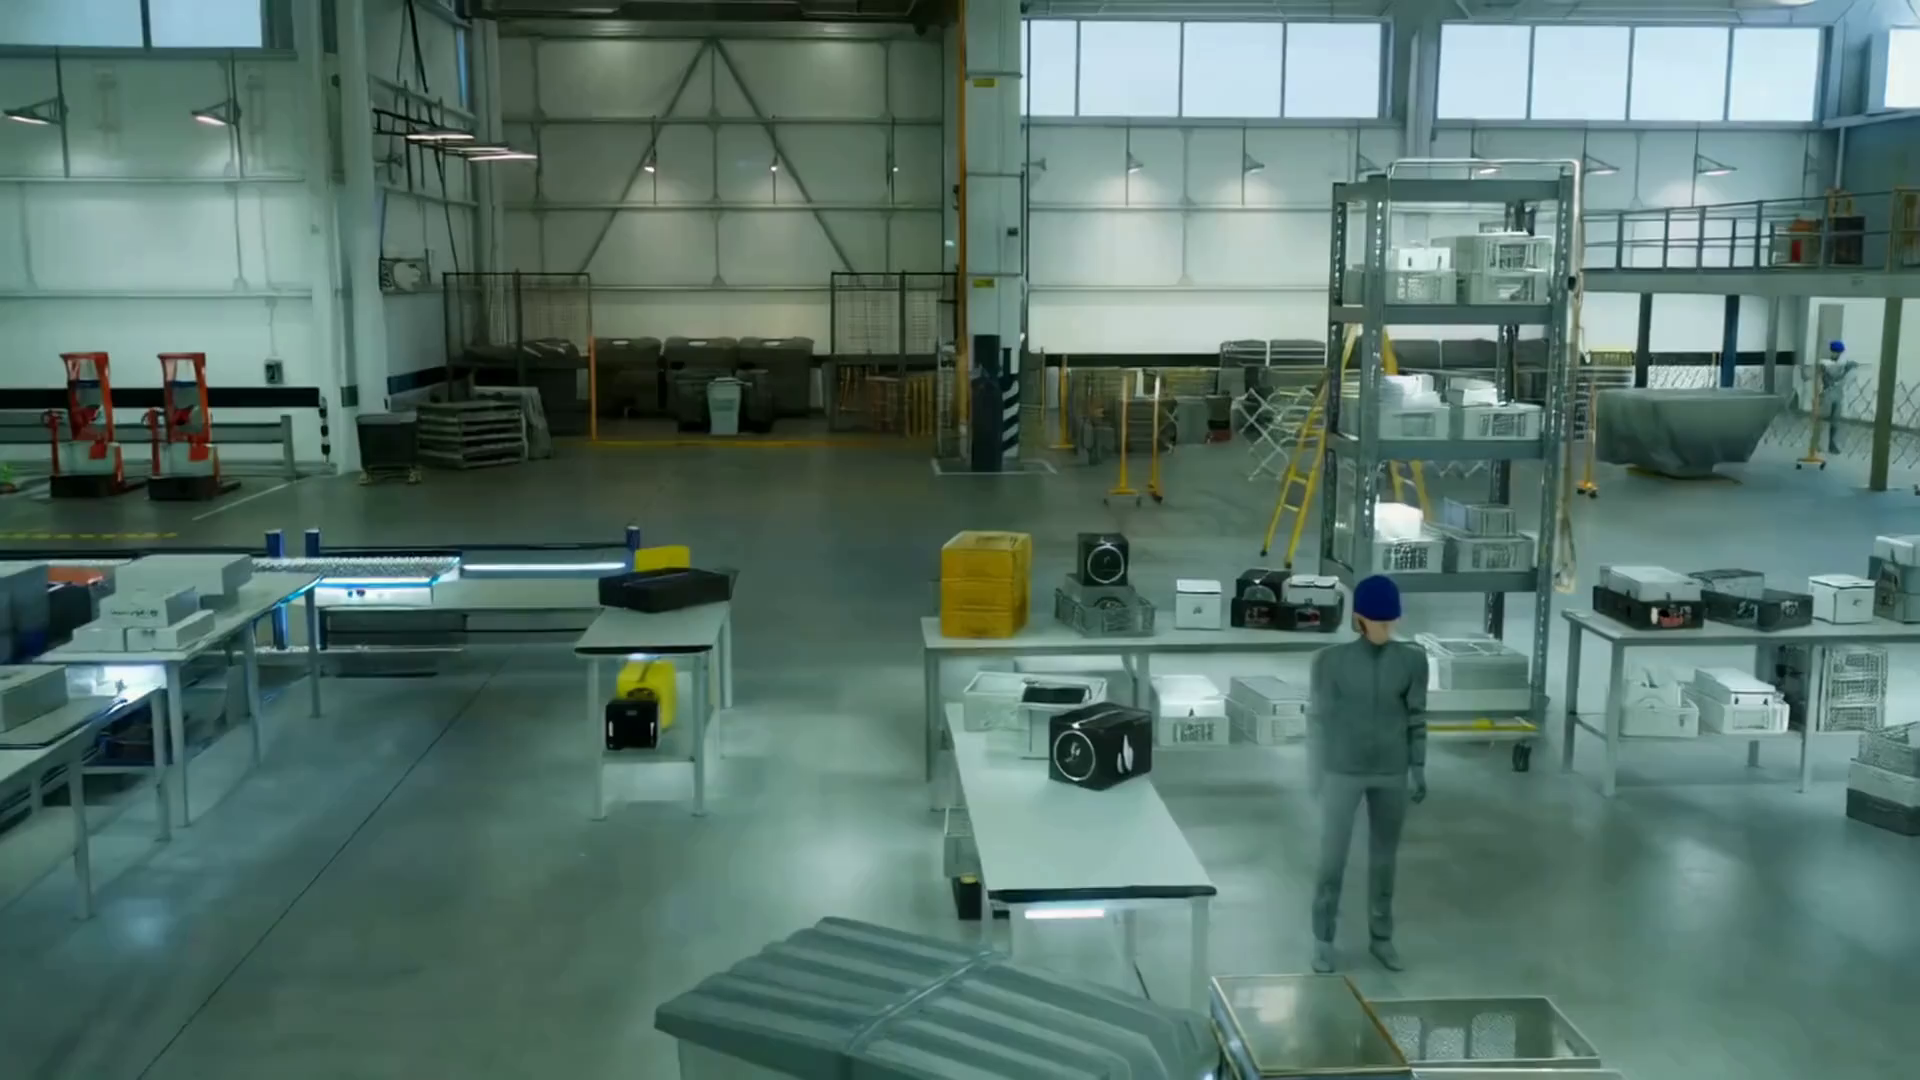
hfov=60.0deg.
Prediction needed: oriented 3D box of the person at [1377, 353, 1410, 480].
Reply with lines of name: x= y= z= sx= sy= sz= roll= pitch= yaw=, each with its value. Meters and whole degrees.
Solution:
person: x=6.404 y=-1.814 z=24.596 sx=0.584 sy=1.882 sz=0.337 roll=-1 pitch=9 yaw=-4

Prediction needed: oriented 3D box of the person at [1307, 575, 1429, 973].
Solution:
person: x=1.768 y=1.017 z=7.201 sx=0.533 sy=1.765 sz=0.331 roll=-1 pitch=9 yaw=-4

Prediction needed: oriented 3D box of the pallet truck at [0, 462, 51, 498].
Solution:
pallet truck: x=-13.193 y=-1.293 z=23.148 sx=0.653 sy=1.274 sz=1.630 roll=-1 pitch=9 yaw=-4

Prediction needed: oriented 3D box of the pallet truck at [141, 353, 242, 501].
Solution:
pallet truck: x=-10.520 y=-1.604 z=22.925 sx=0.823 sy=1.965 sz=1.885 roll=-1 pitch=9 yaw=-6

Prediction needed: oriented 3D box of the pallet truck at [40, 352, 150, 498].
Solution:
pallet truck: x=-11.907 y=-1.642 z=23.165 sx=0.823 sy=1.965 sz=1.885 roll=0 pitch=9 yaw=0

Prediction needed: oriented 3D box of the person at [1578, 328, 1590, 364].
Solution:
person: x=12.968 y=-3.495 z=35.016 sx=0.594 sy=1.924 sz=0.381 roll=-1 pitch=9 yaw=-4

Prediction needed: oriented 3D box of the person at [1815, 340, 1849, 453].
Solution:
person: x=14.886 y=-2.441 z=28.378 sx=0.551 sy=1.932 sz=0.378 roll=-1 pitch=9 yaw=-4
